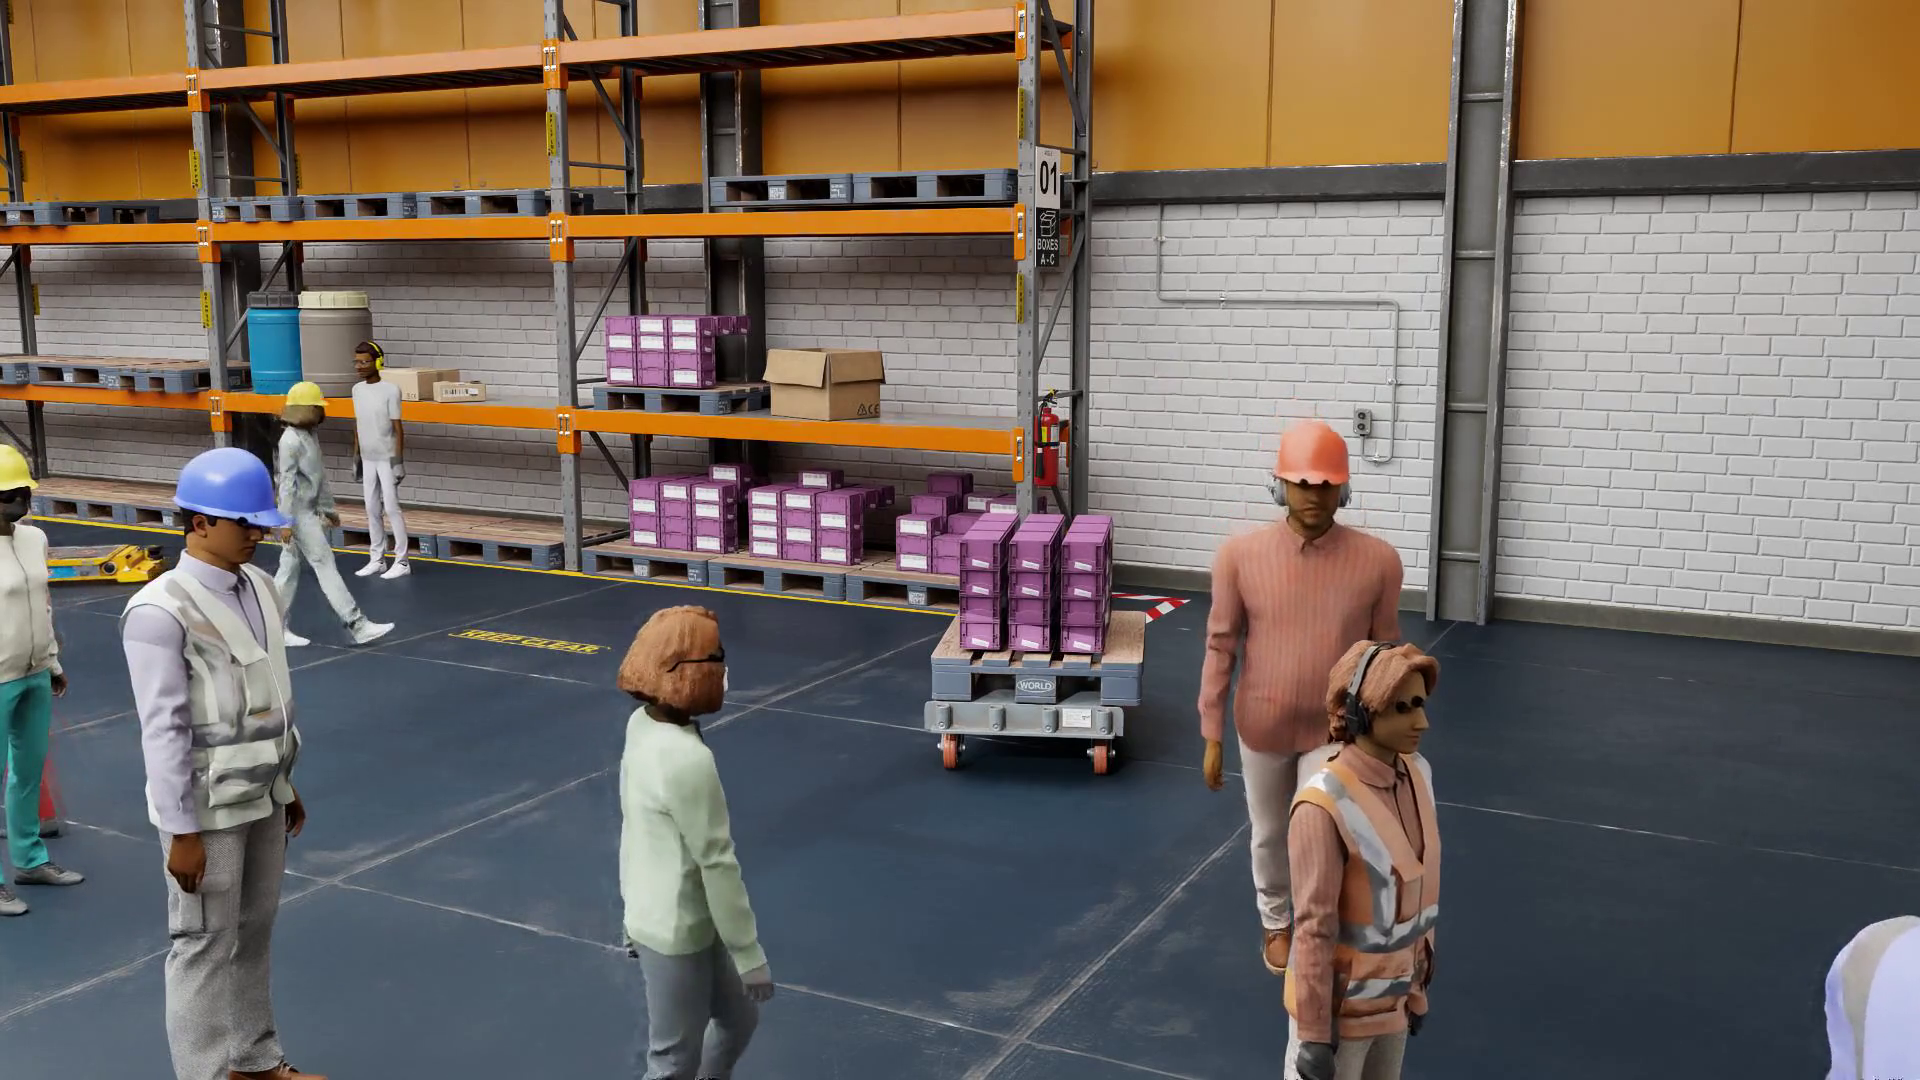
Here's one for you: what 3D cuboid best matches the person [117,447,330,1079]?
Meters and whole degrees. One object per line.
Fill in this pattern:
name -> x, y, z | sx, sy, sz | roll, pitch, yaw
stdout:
person -> -2.004, 0.712, 4.572 | 0.396, 1.940, 0.601 | 1, 9, 4

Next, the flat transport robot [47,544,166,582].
flat transport robot -> -7.000, 0.195, 12.888 | 1.431, 0.197, 0.652 | -2, 9, -14

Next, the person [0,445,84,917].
person -> -3.586, 0.518, 6.303 | 0.326, 1.767, 0.533 | 1, 9, 8

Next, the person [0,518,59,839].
person -> -4.225, 0.416, 7.023 | 0.847, 1.727, 0.546 | 1, 9, 5

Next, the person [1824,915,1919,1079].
person -> 1.296, 1.121, 2.103 | 0.672, 1.923, 0.549 | -1, 9, -8

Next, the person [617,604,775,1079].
person -> -0.625, 0.956, 4.054 | 0.493, 1.618, 0.507 | -3, 10, -17

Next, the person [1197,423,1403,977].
person -> 1.088, 0.588, 5.349 | 0.632, 1.947, 1.053 | 2, 9, 11

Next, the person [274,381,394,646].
person -> -4.072, -0.155, 10.614 | 0.866, 1.697, 0.512 | -1, 9, -9

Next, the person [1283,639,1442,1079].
person -> 0.864, 1.017, 3.608 | 0.312, 1.639, 0.518 | 8, 12, 39

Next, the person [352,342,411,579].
person -> -4.565, -0.622, 13.054 | 0.514, 1.861, 0.321 | 5, 10, 27
